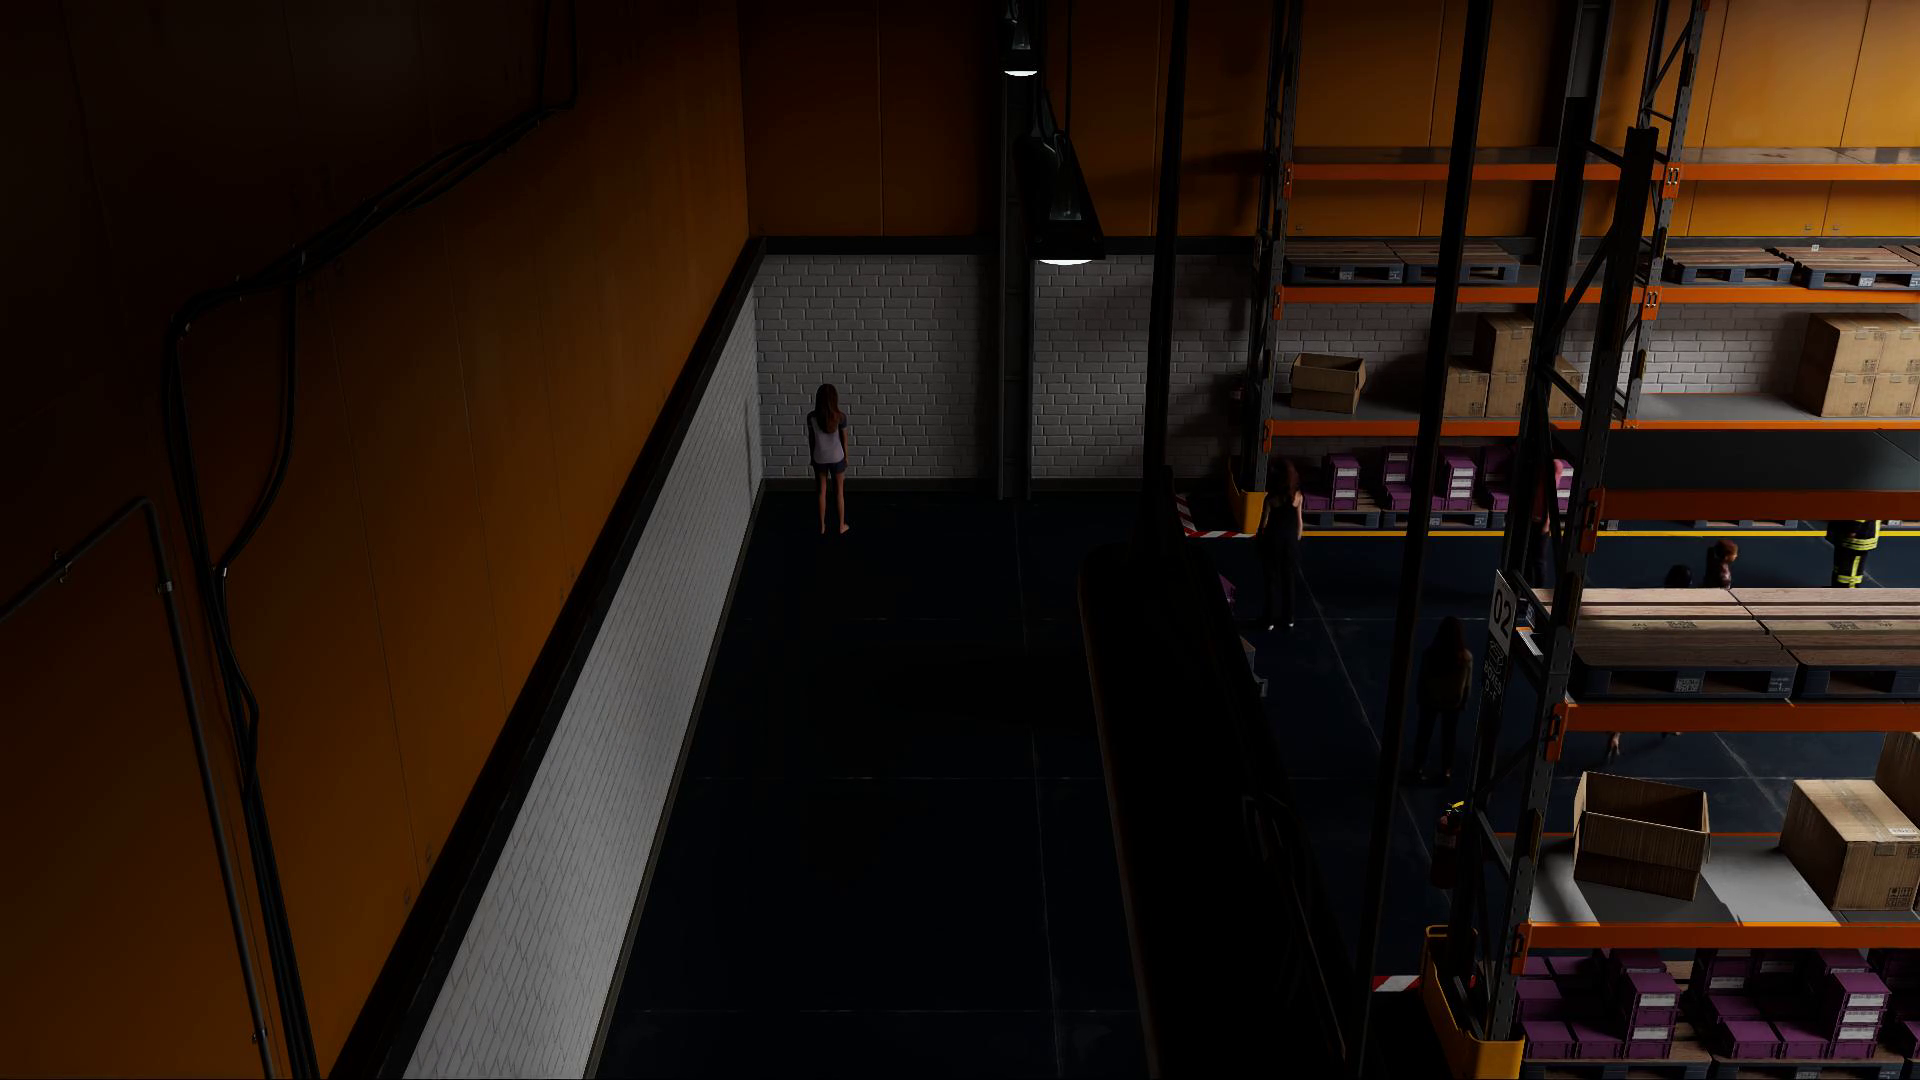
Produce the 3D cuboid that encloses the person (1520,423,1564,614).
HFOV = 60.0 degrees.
[{"bbox_3d":[5.785,-0.236,16.572,0.637,1.957,0.684,-5,24,-12],"label":"person"}]

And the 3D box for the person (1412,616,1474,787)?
[{"bbox_3d":[3.950,1.313,13.630,0.521,1.474,0.686,7,24,15],"label":"person"}]

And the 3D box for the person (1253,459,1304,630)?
[{"bbox_3d":[3.120,0.055,16.172,0.535,1.744,0.692,-4,24,-8],"label":"person"}]

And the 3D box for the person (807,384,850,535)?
[{"bbox_3d":[-1.450,-0.894,18.356,0.492,1.732,0.659,2,24,4],"label":"person"}]

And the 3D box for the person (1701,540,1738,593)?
[{"bbox_3d":[6.960,0.594,15.501,0.667,1.294,0.590,4,24,9],"label":"person"}]

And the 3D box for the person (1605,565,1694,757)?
[{"bbox_3d":[5.780,1.059,13.905,1.270,1.720,1.045,-14,27,-29],"label":"person"}]

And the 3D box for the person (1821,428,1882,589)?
[{"bbox_3d":[9.013,-0.232,16.685,0.807,1.857,0.826,8,25,17],"label":"person"}]
